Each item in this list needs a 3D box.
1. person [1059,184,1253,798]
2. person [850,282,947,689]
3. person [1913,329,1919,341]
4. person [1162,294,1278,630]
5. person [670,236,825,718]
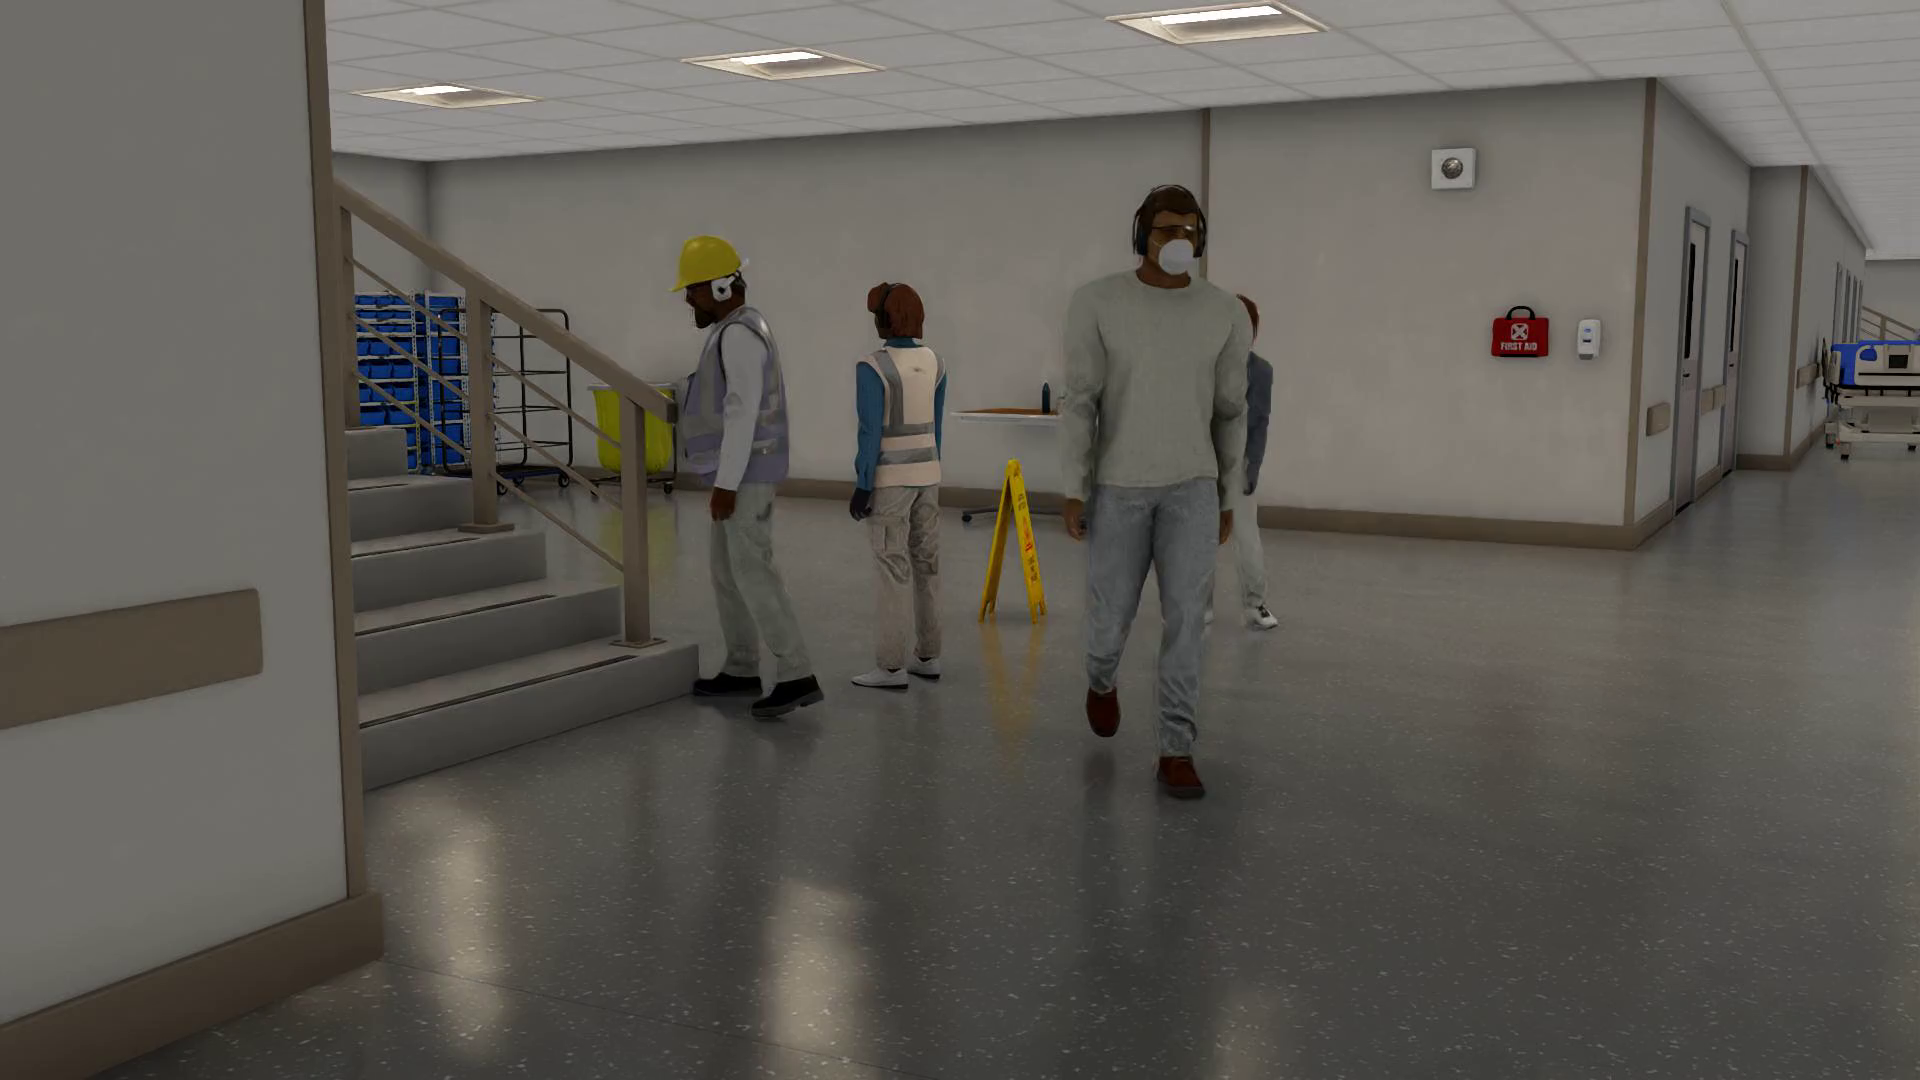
[{"bbox_3d":[0.623,-0.179,5.409,0.632,1.917,0.765,-1,7,-5],"label":"person"},{"bbox_3d":[-0.245,-0.216,6.748,0.309,1.641,0.511,5,9,36],"label":"person"},{"bbox_3d":[19.772,-3.795,34.062,0.930,1.697,0.578,-4,9,-31],"label":"person"},{"bbox_3d":[1.268,-0.364,8.003,0.603,1.616,0.329,6,10,39],"label":"person"},{"bbox_3d":[-0.812,-0.242,6.334,0.537,1.807,0.753,-2,8,-12],"label":"person"}]
